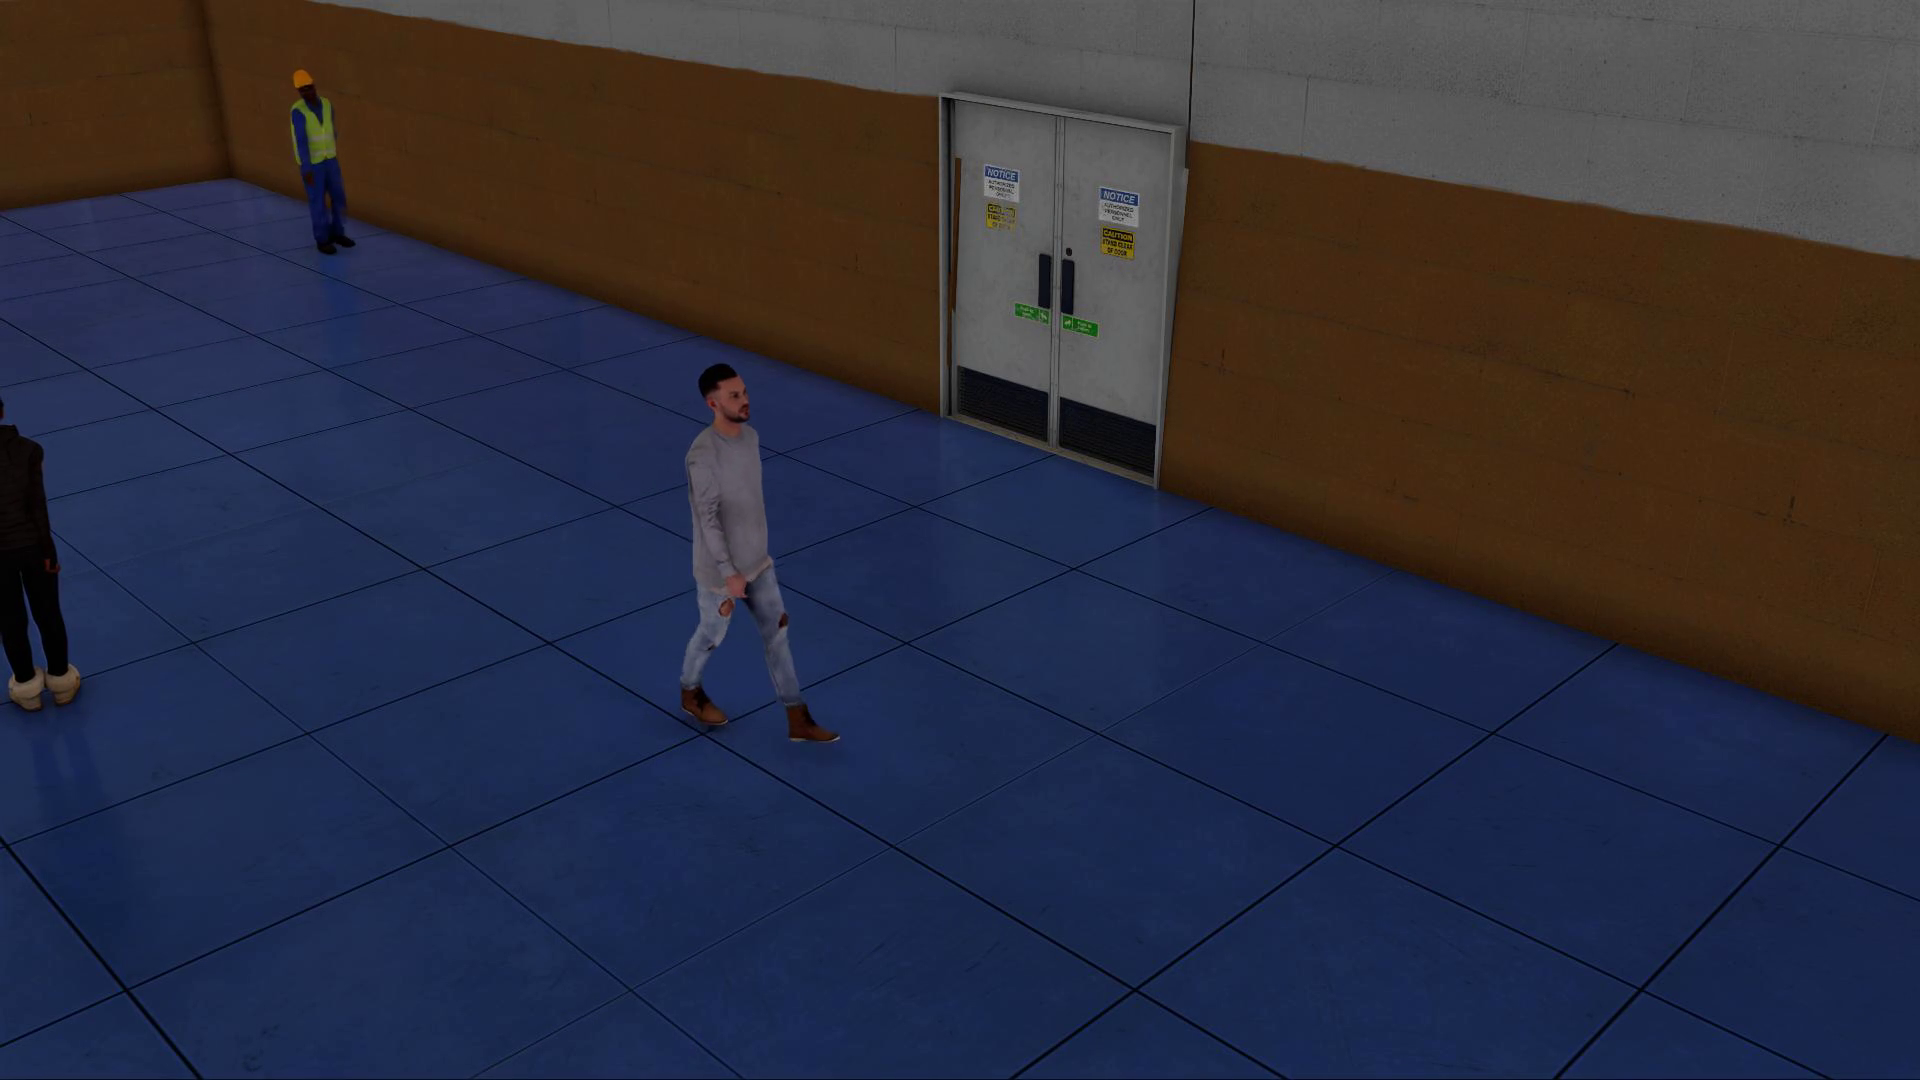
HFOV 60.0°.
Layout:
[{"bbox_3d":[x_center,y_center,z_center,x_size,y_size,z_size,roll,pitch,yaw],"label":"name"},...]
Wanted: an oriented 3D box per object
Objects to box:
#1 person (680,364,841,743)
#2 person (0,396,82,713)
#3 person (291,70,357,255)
[{"bbox_3d":[-1.110,0.093,7.582,0.914,1.791,1.131,13,27,28],"label":"person"},{"bbox_3d":[-4.443,0.057,7.826,0.671,1.662,0.616,9,25,19],"label":"person"},{"bbox_3d":[-6.263,-3.677,16.219,0.805,1.772,0.687,9,25,20],"label":"person"}]
